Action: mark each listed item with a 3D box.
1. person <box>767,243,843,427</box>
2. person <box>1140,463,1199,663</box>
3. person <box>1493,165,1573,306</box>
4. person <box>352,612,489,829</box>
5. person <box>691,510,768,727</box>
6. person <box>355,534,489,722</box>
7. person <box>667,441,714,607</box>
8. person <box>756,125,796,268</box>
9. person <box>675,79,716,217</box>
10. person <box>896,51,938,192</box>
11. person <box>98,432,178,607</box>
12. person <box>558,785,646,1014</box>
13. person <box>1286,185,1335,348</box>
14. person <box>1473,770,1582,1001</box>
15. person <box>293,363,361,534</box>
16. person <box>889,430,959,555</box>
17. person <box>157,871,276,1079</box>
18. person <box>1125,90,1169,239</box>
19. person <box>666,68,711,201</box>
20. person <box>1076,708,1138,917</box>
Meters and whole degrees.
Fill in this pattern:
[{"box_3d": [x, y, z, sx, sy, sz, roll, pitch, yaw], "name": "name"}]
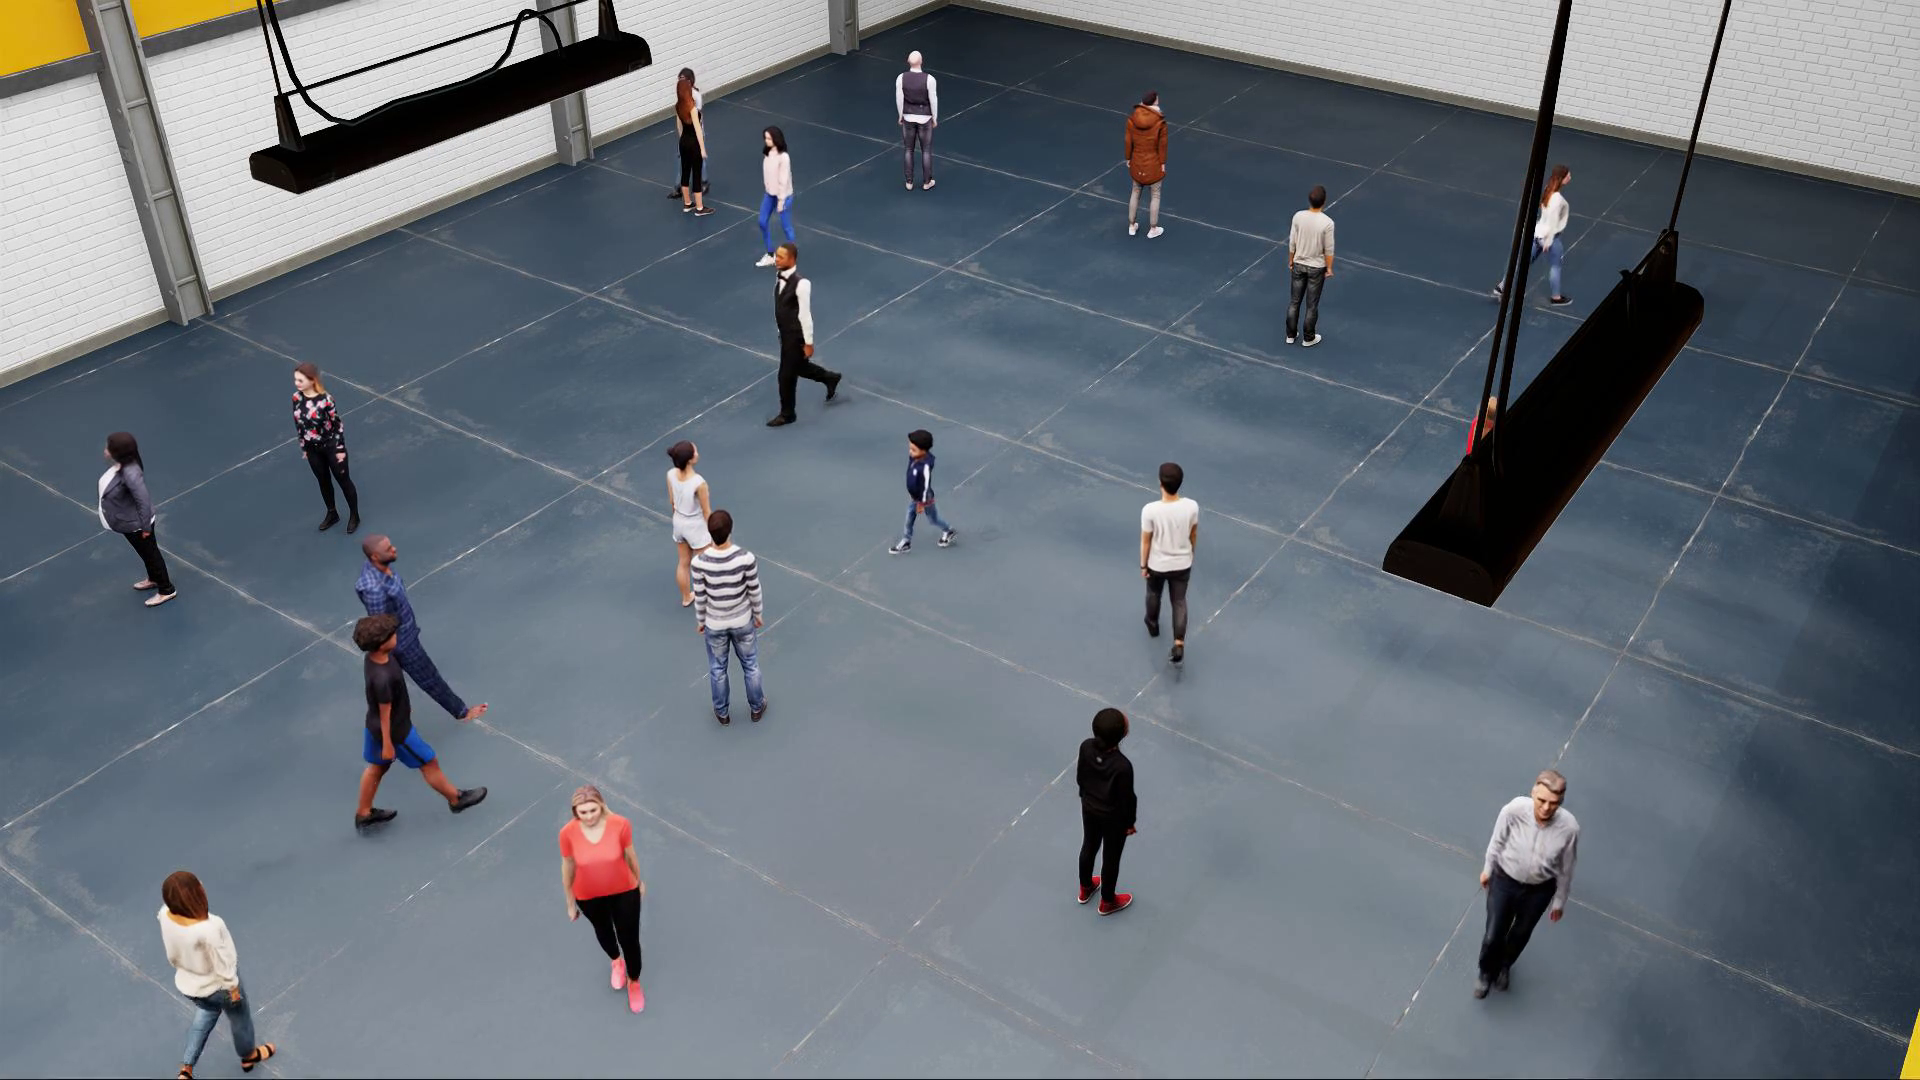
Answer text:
[{"box_3d": [-1.556, -2.072, 16.522, 1.278, 1.891, 0.996, -20, 38, -27], "name": "person"}, {"box_3d": [1.686, 0.199, 13.280, 1.008, 1.698, 1.131, -1, 34, -2], "name": "person"}, {"box_3d": [6.522, -3.410, 18.746, 1.081, 1.658, 1.120, 0, 34, -1], "name": "person"}, {"box_3d": [-4.043, 1.321, 11.550, 1.245, 1.743, 1.004, -15, 36, -21], "name": "person"}, {"box_3d": [-1.749, 0.592, 12.549, 0.708, 1.852, 0.764, -5, 34, -8], "name": "person"}, {"box_3d": [-4.298, 0.742, 12.389, 1.223, 1.780, 1.123, -9, 35, -13], "name": "person"}, {"box_3d": [-2.233, -0.111, 13.825, 0.572, 1.610, 0.553, 17, 37, 23], "name": "person"}, {"box_3d": [-2.063, -4.062, 19.641, 0.843, 1.752, 0.796, -23, 40, -30], "name": "person"}, {"box_3d": [-3.416, -4.977, 21.041, 0.597, 1.726, 0.550, 28, 42, 35], "name": "person"}, {"box_3d": [-0.559, -5.465, 21.688, 0.781, 1.824, 0.776, 3, 34, 5], "name": "person"}, {"box_3d": [-6.924, -0.200, 13.976, 0.772, 1.592, 0.757, -22, 39, -29], "name": "person"}, {"box_3d": [-2.206, 2.136, 10.384, 0.823, 1.677, 0.885, -4, 34, -6], "name": "person"}, {"box_3d": [3.761, -2.953, 17.920, 0.653, 1.811, 0.551, 19, 38, 26], "name": "person"}, {"box_3d": [3.526, 2.071, 10.364, 0.756, 1.808, 0.762, 12, 35, 17], "name": "person"}, {"box_3d": [-5.672, -0.838, 14.853, 0.639, 1.684, 0.629, 7, 34, 10], "name": "person"}, {"box_3d": [-0.285, -0.421, 14.663, 0.945, 1.198, 0.776, -15, 37, -21], "name": "person"}, {"box_3d": [-4.444, 2.610, 9.682, 0.709, 1.666, 0.901, 15, 36, 21], "name": "person"}, {"box_3d": [2.293, -4.610, 20.386, 0.742, 1.839, 0.742, 16, 37, 22], "name": "person"}, {"box_3d": [-3.426, -5.268, 21.499, 0.647, 1.703, 0.938, 19, 38, 26], "name": "person"}, {"box_3d": [0.956, 1.775, 10.929, 0.623, 1.675, 0.562, 26, 42, 34], "name": "person"}]
